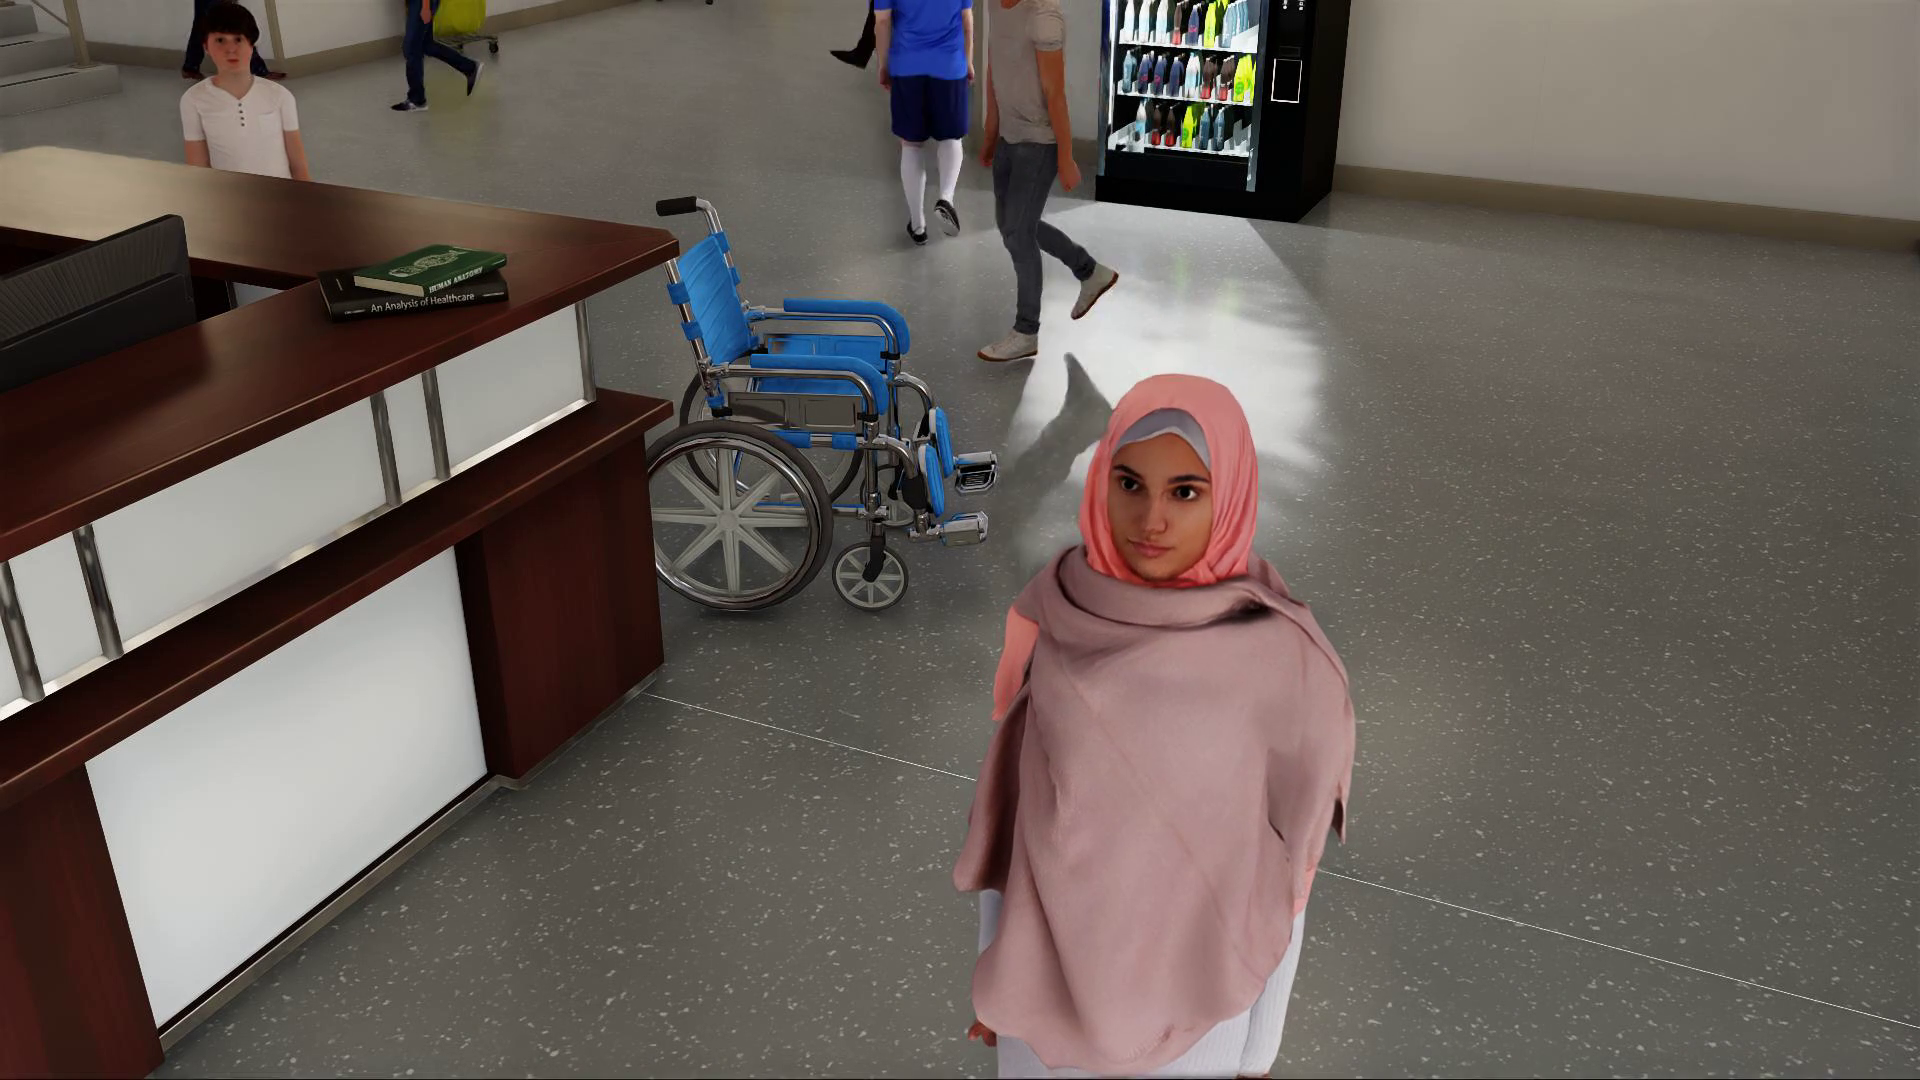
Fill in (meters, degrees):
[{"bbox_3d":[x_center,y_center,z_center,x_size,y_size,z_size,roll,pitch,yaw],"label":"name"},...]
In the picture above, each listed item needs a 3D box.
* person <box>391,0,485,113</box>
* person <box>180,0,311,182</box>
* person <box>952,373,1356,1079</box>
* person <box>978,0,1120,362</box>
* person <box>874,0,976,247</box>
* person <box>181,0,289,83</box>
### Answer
[{"bbox_3d":[-3.823,-3.885,11.961,0.911,1.544,0.972,-17,30,-31],"label":"person"},{"bbox_3d":[-2.562,-1.118,6.099,0.654,1.652,0.701,-12,28,-23],"label":"person"},{"bbox_3d":[0.235,0.634,2.295,0.532,1.800,0.689,13,29,25],"label":"person"},{"bbox_3d":[0.372,-1.675,7.012,1.059,1.862,1.018,-9,27,-19],"label":"person"},{"bbox_3d":[-0.164,-2.400,8.549,0.900,1.832,0.938,-1,26,-3],"label":"person"},{"bbox_3d":[-5.810,-4.360,12.693,1.223,1.764,1.018,2,26,4],"label":"person"}]
